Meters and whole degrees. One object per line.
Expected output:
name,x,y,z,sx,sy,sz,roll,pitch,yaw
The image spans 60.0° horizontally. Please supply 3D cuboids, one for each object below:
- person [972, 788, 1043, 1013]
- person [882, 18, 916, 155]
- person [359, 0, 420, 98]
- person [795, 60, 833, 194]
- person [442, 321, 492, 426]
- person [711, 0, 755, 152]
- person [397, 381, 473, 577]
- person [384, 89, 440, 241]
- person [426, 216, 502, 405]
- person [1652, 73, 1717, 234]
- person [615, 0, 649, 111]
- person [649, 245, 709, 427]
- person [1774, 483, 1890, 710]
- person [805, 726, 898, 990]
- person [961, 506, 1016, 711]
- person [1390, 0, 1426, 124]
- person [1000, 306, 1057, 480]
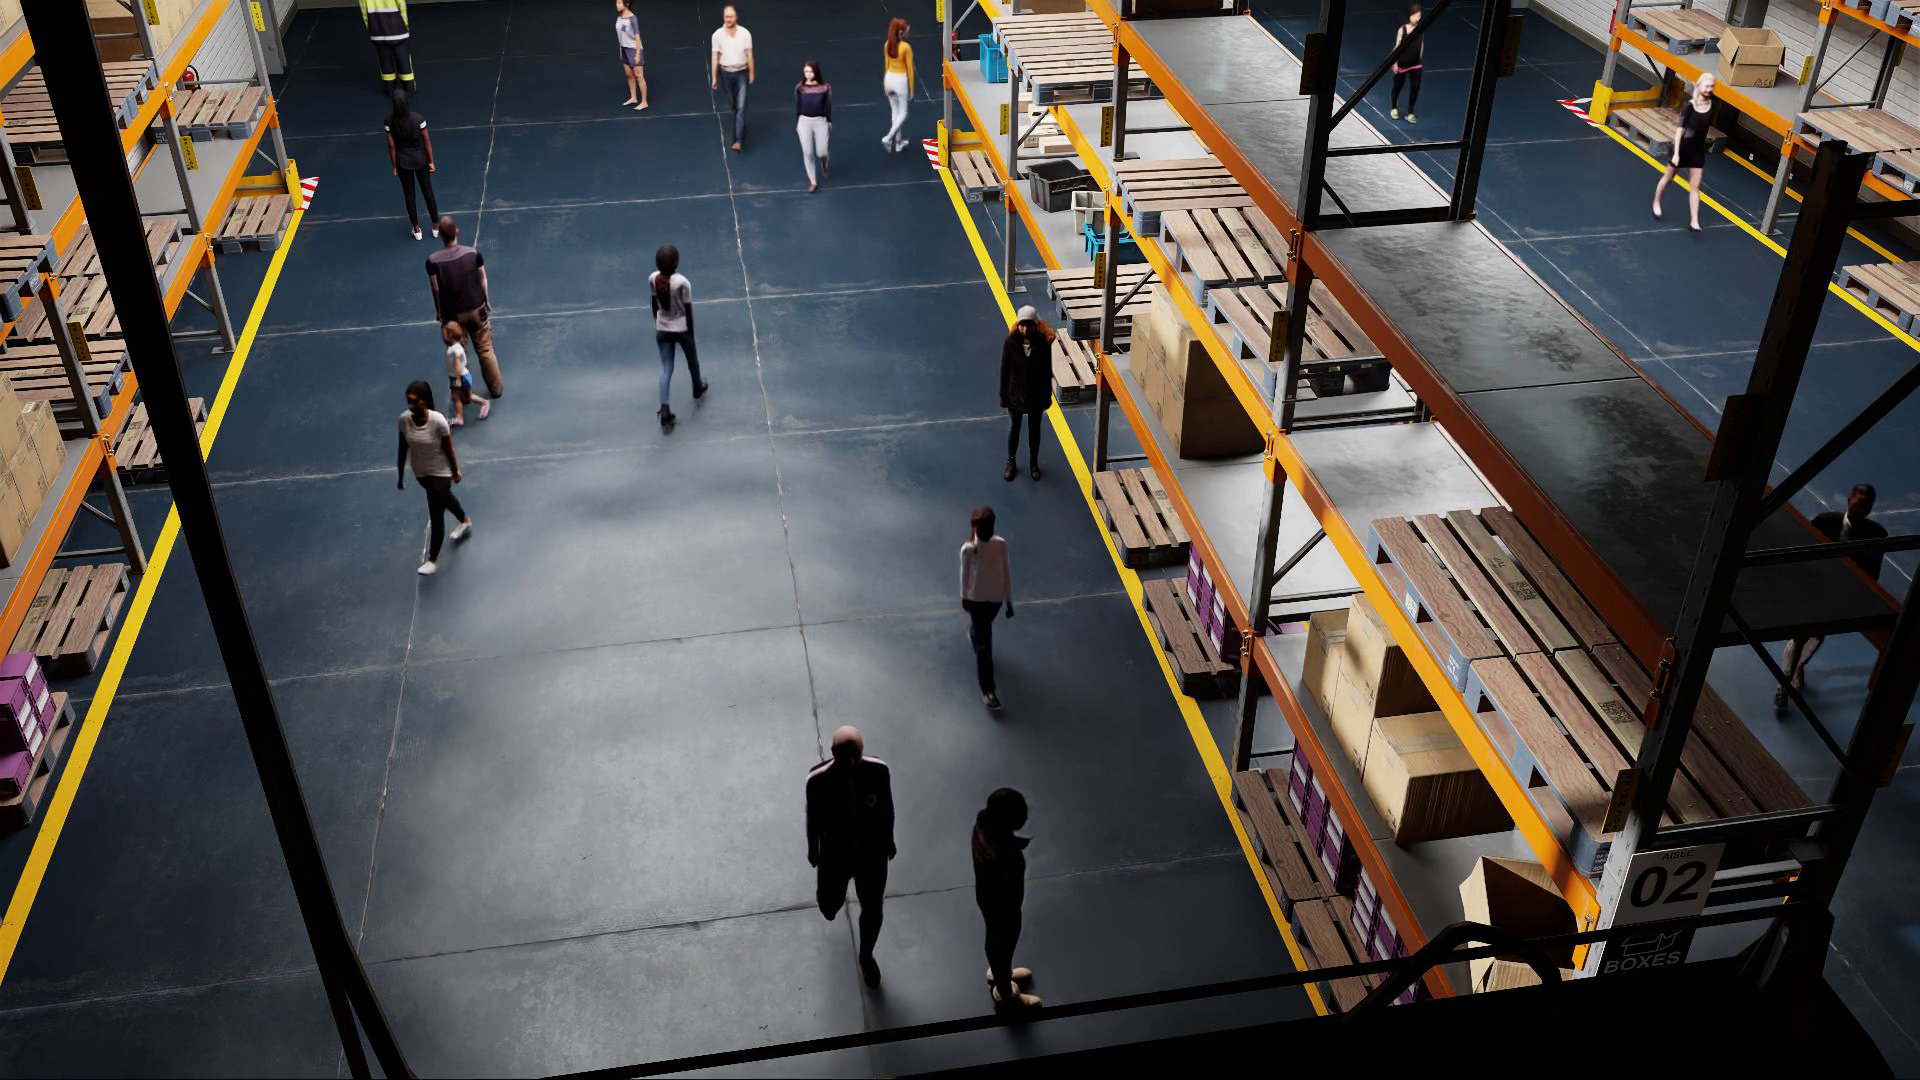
person,0.212,2.058,9.418,0.657,1.661,0.606,9,35,13
person,-0.813,-5.691,21.002,0.945,1.743,1.057,14,36,20
person,-7.920,-7.134,22.961,0.766,1.979,0.633,-4,34,-6
person,-1.761,-5.017,20.120,0.719,1.598,0.817,4,34,7
person,-4.608,-1.542,15.436,0.668,0.996,0.677,-25,41,-33
person,-2.886,-5.974,21.376,0.897,1.801,1.320,2,34,4
person,-4.219,-0.583,13.456,0.932,1.589,1.188,11,35,15
person,-6.216,-4.271,18.878,0.647,1.729,0.596,-10,35,-15
person,-4.659,-2.158,15.602,0.739,1.838,0.681,-14,36,-21
person,8.315,-4.475,19.140,0.623,1.781,1.151,-6,34,-9
person,-4.478,-6.672,22.639,0.625,1.565,0.712,29,43,36
person,-2.669,-1.863,15.304,0.926,1.675,1.198,9,35,14
person,6.200,0.326,11.918,0.915,1.778,1.008,12,35,17
person,-0.643,1.763,9.722,0.700,1.817,0.953,-8,34,-12
person,0.168,0.375,12.084,0.631,1.514,1.141,-11,35,-16
person,5.971,-6.408,22.270,0.588,1.534,0.766,-3,34,-5
person,0.579,-1.289,14.478,0.679,1.634,0.661,1,34,1
